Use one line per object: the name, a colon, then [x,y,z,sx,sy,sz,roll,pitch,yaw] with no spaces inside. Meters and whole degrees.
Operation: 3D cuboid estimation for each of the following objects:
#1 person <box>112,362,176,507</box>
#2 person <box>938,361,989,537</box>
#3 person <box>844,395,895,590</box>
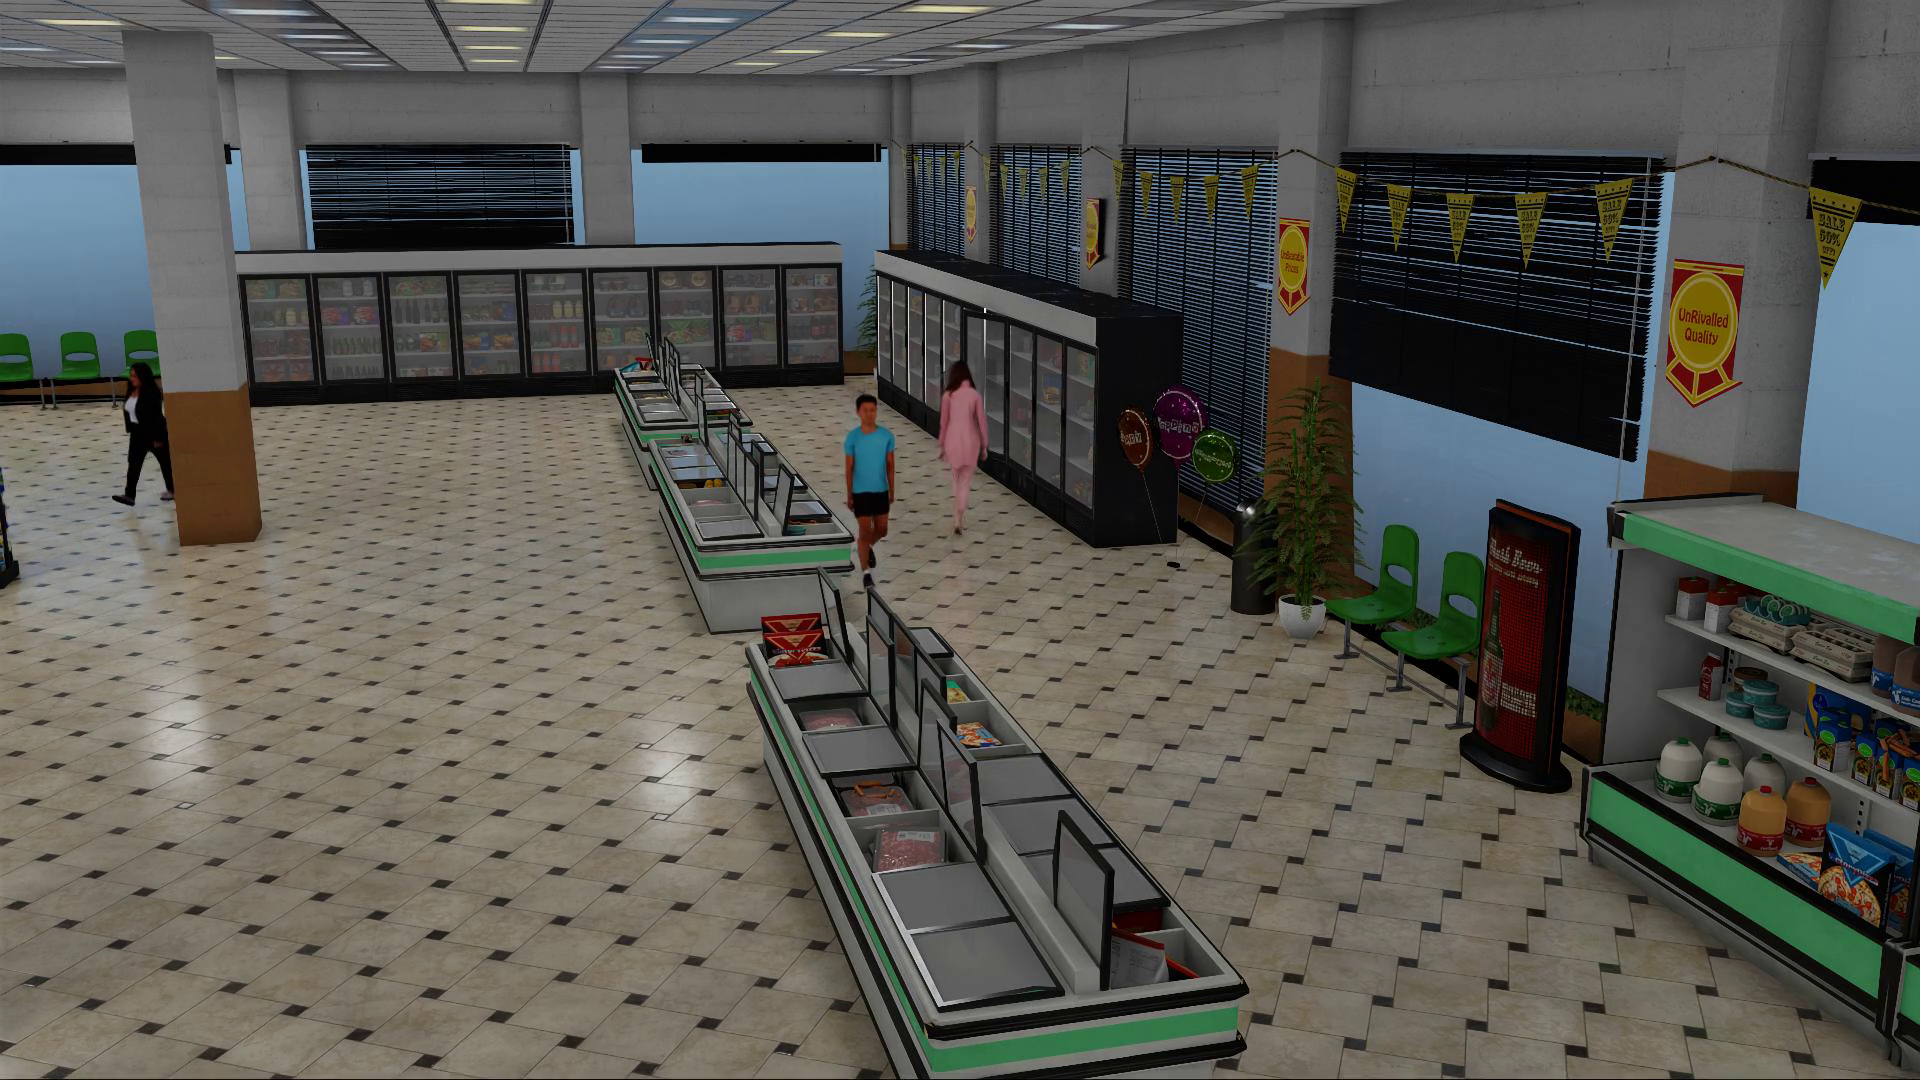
person: [-8.955,-1.176,18.500,1.010,1.574,1.156,5,14,18]
person: [0.013,-0.895,16.951,0.847,1.756,1.086,0,14,2]
person: [-0.854,-0.447,15.100,0.632,1.759,0.856,-4,14,-16]
